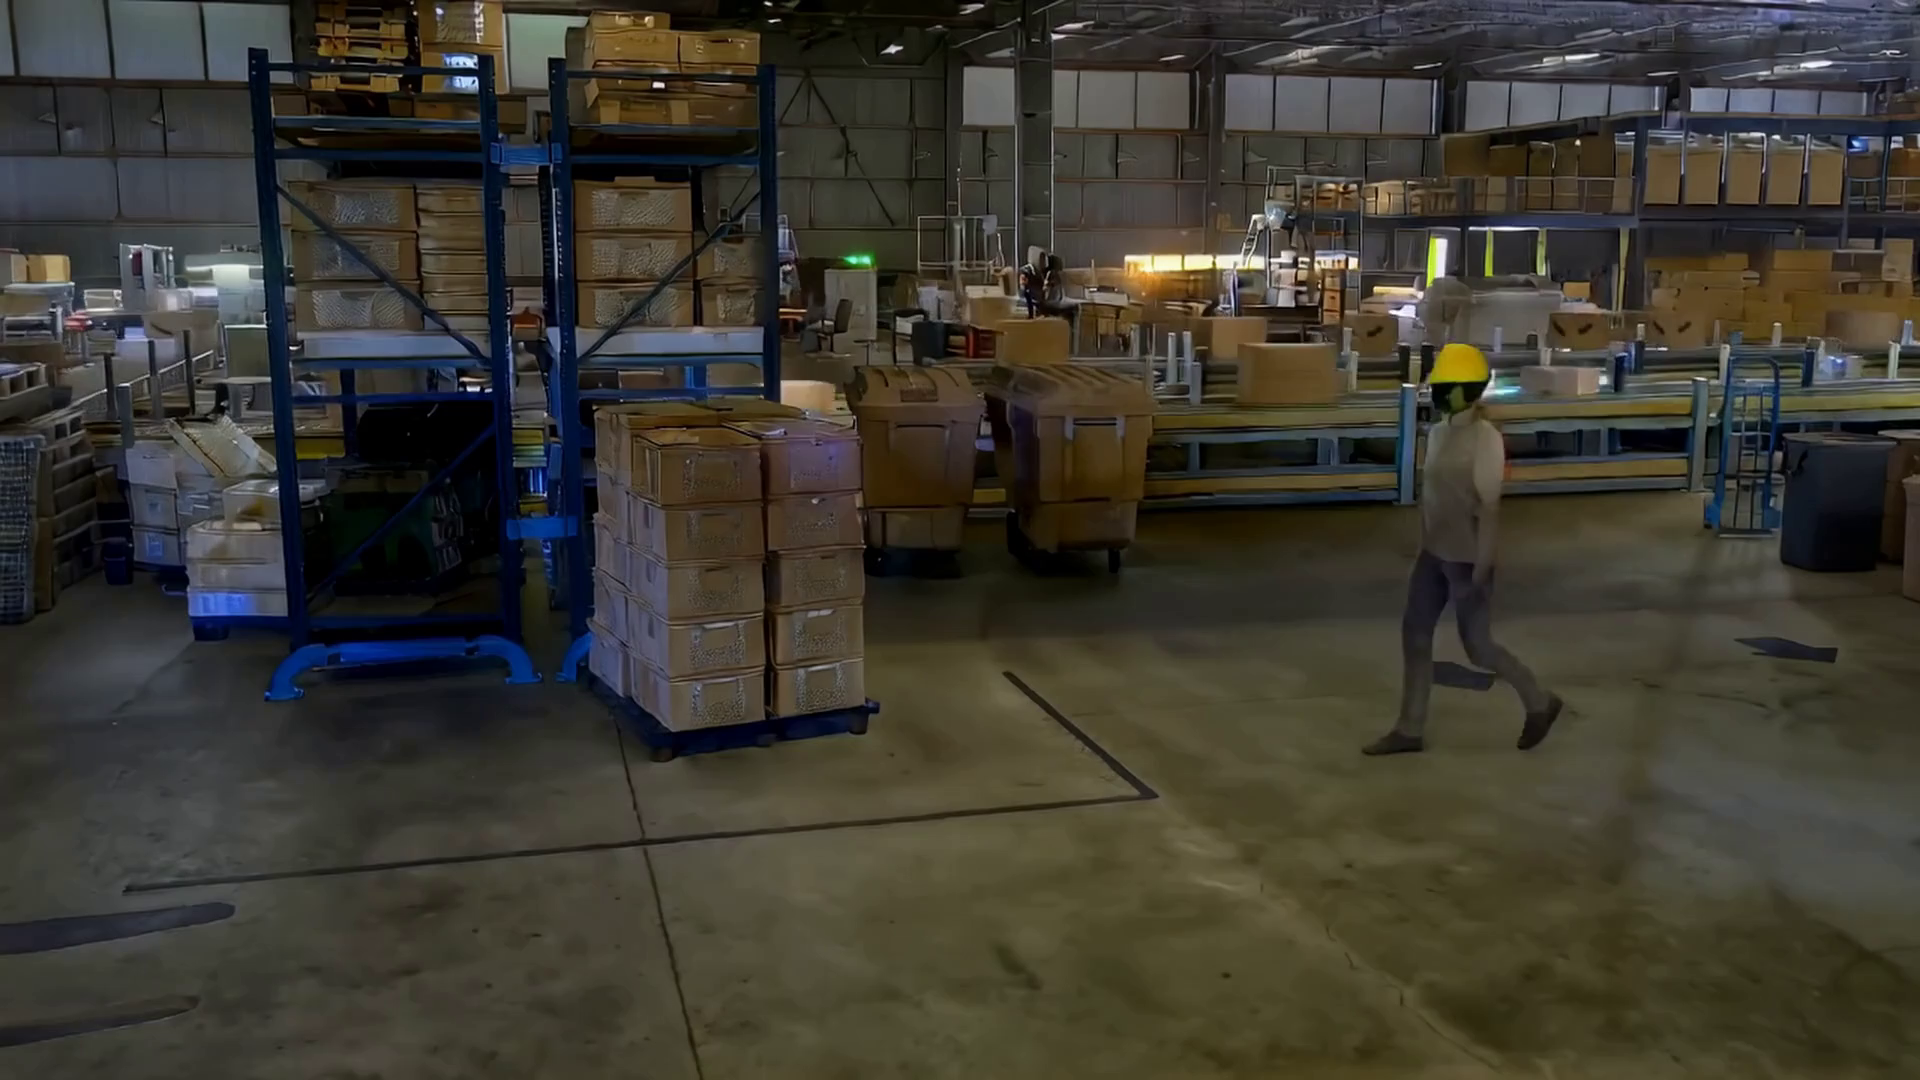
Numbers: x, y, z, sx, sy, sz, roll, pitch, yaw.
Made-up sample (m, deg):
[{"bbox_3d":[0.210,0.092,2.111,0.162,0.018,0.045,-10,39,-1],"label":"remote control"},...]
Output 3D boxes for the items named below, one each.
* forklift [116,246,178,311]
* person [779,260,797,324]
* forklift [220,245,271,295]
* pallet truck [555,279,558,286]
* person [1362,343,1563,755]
[{"bbox_3d":[-19.966,-6.232,40.894,1.157,1.987,2.680,-3,10,-15],"label":"forklift"},{"bbox_3d":[-4.739,-6.846,45.526,0.650,1.889,0.614,4,11,19],"label":"person"},{"bbox_3d":[-17.749,-6.334,41.440,1.157,1.987,2.680,-3,10,-17],"label":"forklift"},{"bbox_3d":[-10.604,-6.375,44.520,0.653,1.274,1.630,-3,10,-15],"label":"pallet truck"},{"bbox_3d":[2.123,0.052,6.897,0.779,1.742,0.527,-2,10,-13],"label":"person"}]
